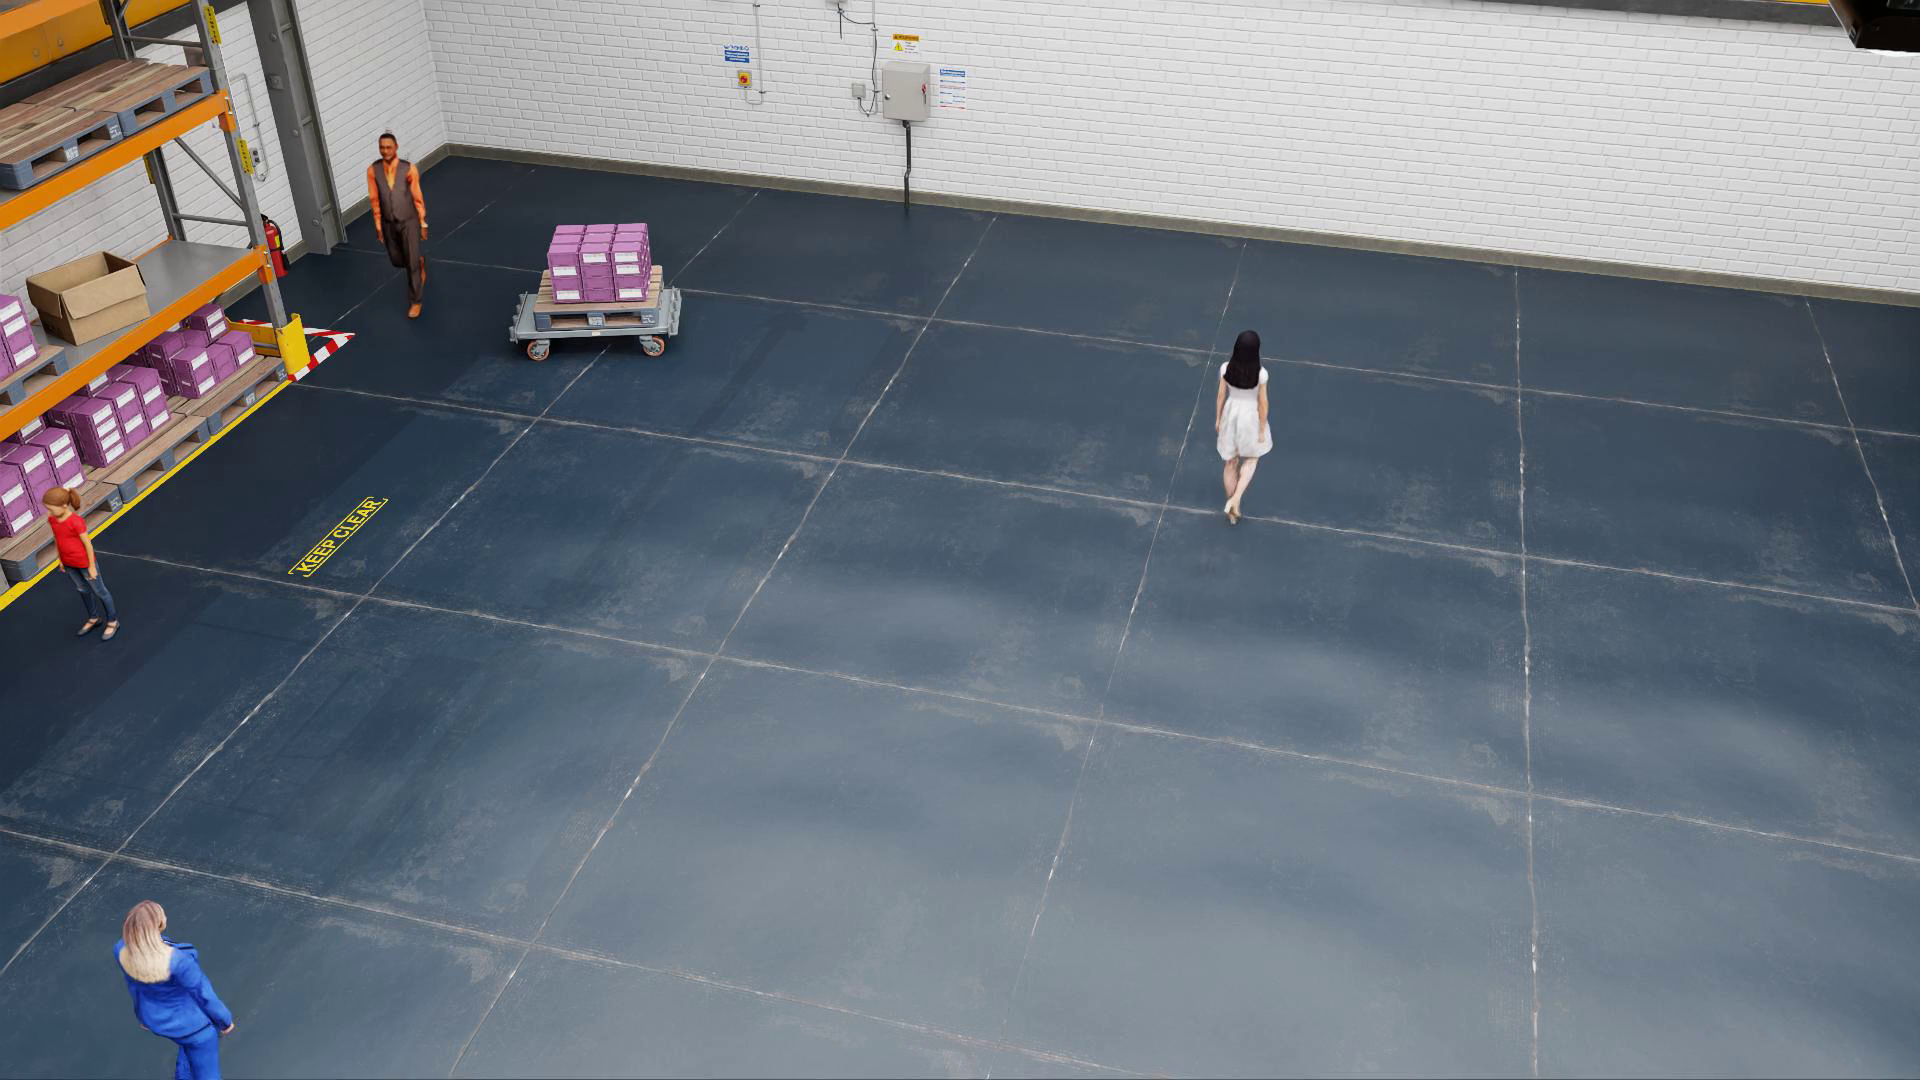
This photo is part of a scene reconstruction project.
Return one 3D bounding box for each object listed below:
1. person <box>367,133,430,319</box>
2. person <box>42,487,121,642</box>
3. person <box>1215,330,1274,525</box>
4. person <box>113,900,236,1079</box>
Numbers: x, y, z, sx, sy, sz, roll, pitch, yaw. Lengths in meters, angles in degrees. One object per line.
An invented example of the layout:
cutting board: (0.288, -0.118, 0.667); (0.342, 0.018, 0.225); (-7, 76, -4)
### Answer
person: (-5.776, -3.312, 17.238); (0.854, 1.887, 1.185); (0, 34, 0)
person: (-6.640, 0.152, 12.550); (0.493, 1.307, 0.503); (10, 35, 15)
person: (2.290, -0.875, 13.680); (0.686, 1.767, 0.744); (14, 36, 20)
person: (-4.080, 2.556, 8.590); (0.632, 1.688, 0.589); (9, 35, 13)
